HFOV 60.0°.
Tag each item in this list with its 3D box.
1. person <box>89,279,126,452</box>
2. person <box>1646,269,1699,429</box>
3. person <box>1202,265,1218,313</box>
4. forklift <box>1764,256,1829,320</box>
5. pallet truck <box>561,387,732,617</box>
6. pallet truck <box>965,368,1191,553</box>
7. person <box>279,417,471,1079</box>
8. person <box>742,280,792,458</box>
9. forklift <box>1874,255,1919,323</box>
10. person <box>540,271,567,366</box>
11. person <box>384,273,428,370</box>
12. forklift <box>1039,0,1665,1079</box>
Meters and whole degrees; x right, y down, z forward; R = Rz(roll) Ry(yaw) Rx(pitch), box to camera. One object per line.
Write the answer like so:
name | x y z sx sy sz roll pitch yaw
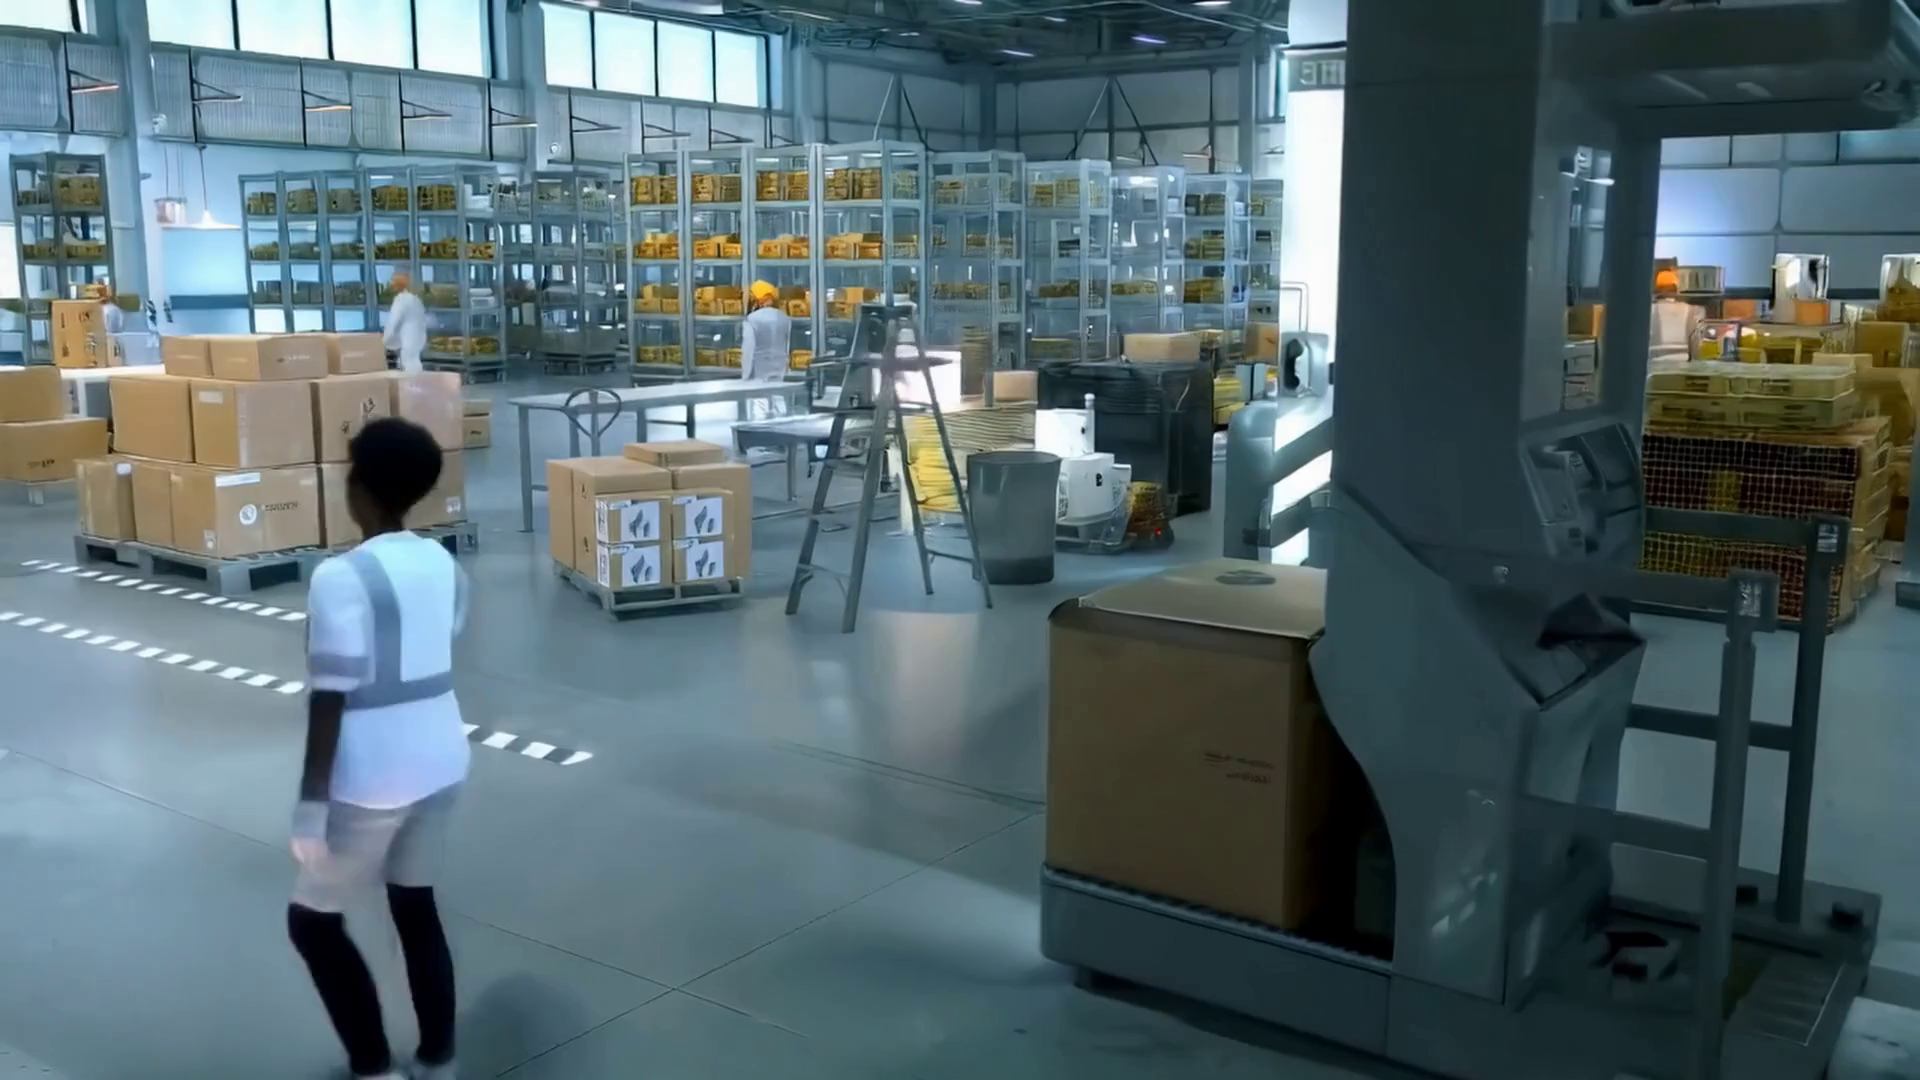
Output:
person | -9.017 -1.832 17.634 0.449 1.843 0.611 -7 12 -37
person | 7.047 -1.725 16.645 0.615 1.938 0.427 0 10 -2
person | 7.338 -7.120 48.580 0.623 1.992 0.396 9 13 42
forklift | 20.253 -5.854 40.139 1.157 1.987 2.680 7 12 35
pallet truck | -1.981 -0.274 10.088 0.680 1.201 1.601 -5 11 -28
pallet truck | 0.845 -0.609 11.869 1.630 1.274 0.653 7 12 35
person | -1.335 0.560 3.868 0.339 1.670 0.605 3 10 16
person | -1.978 -1.706 16.820 0.404 1.833 0.590 9 13 43
forklift | 22.089 -5.634 38.796 1.157 1.987 2.680 6 11 33
person | -7.872 -4.263 32.079 0.588 1.822 0.403 3 10 15
person | -7.203 -2.481 21.344 0.932 1.863 0.657 0 10 1
forklift | 1.249 -0.137 4.360 1.873 2.768 1.129 7 12 35
